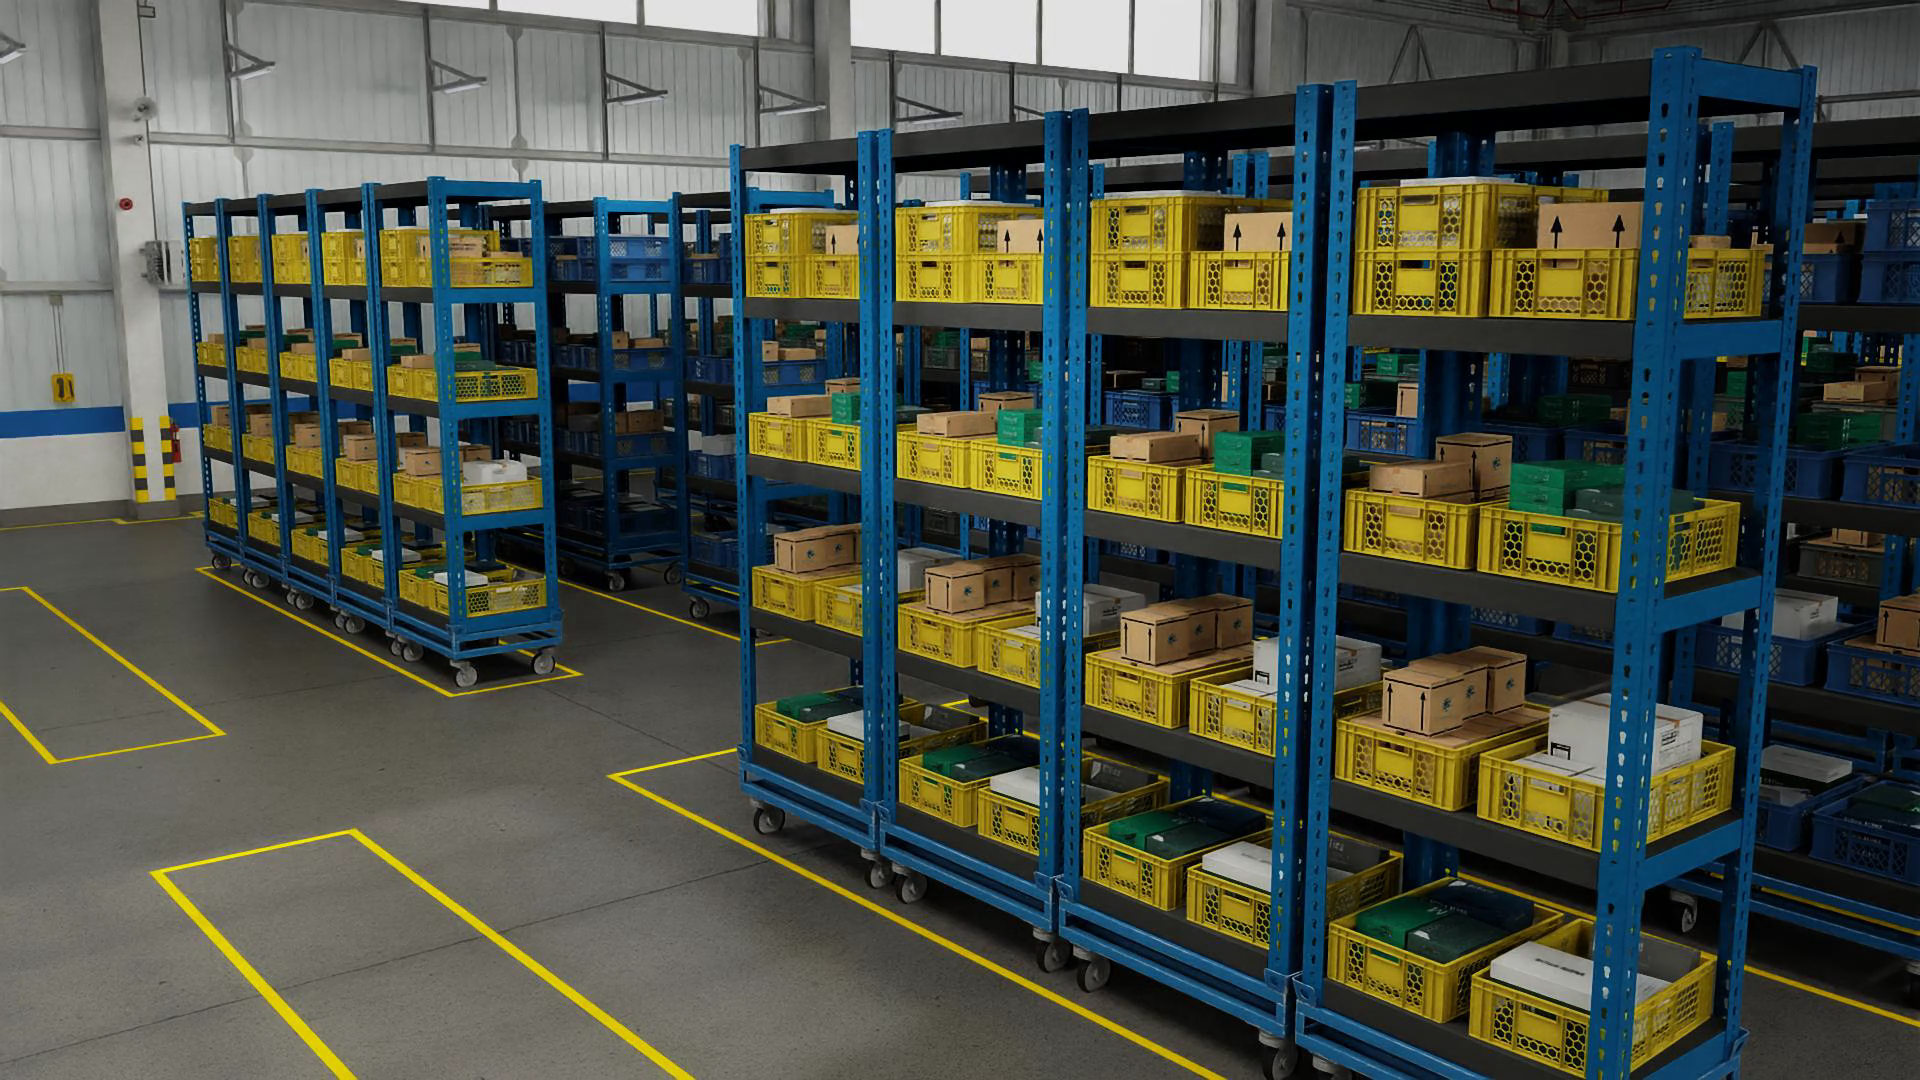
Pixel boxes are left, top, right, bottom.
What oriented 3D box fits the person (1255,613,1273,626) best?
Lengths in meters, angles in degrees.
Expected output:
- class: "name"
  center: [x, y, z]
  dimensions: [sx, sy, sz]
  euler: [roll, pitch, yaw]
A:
- class: "person"
  center: [2.806, -0.211, 13.685]
  dimensions: [0.996, 1.929, 0.677]
  euler: [6, 11, 33]
